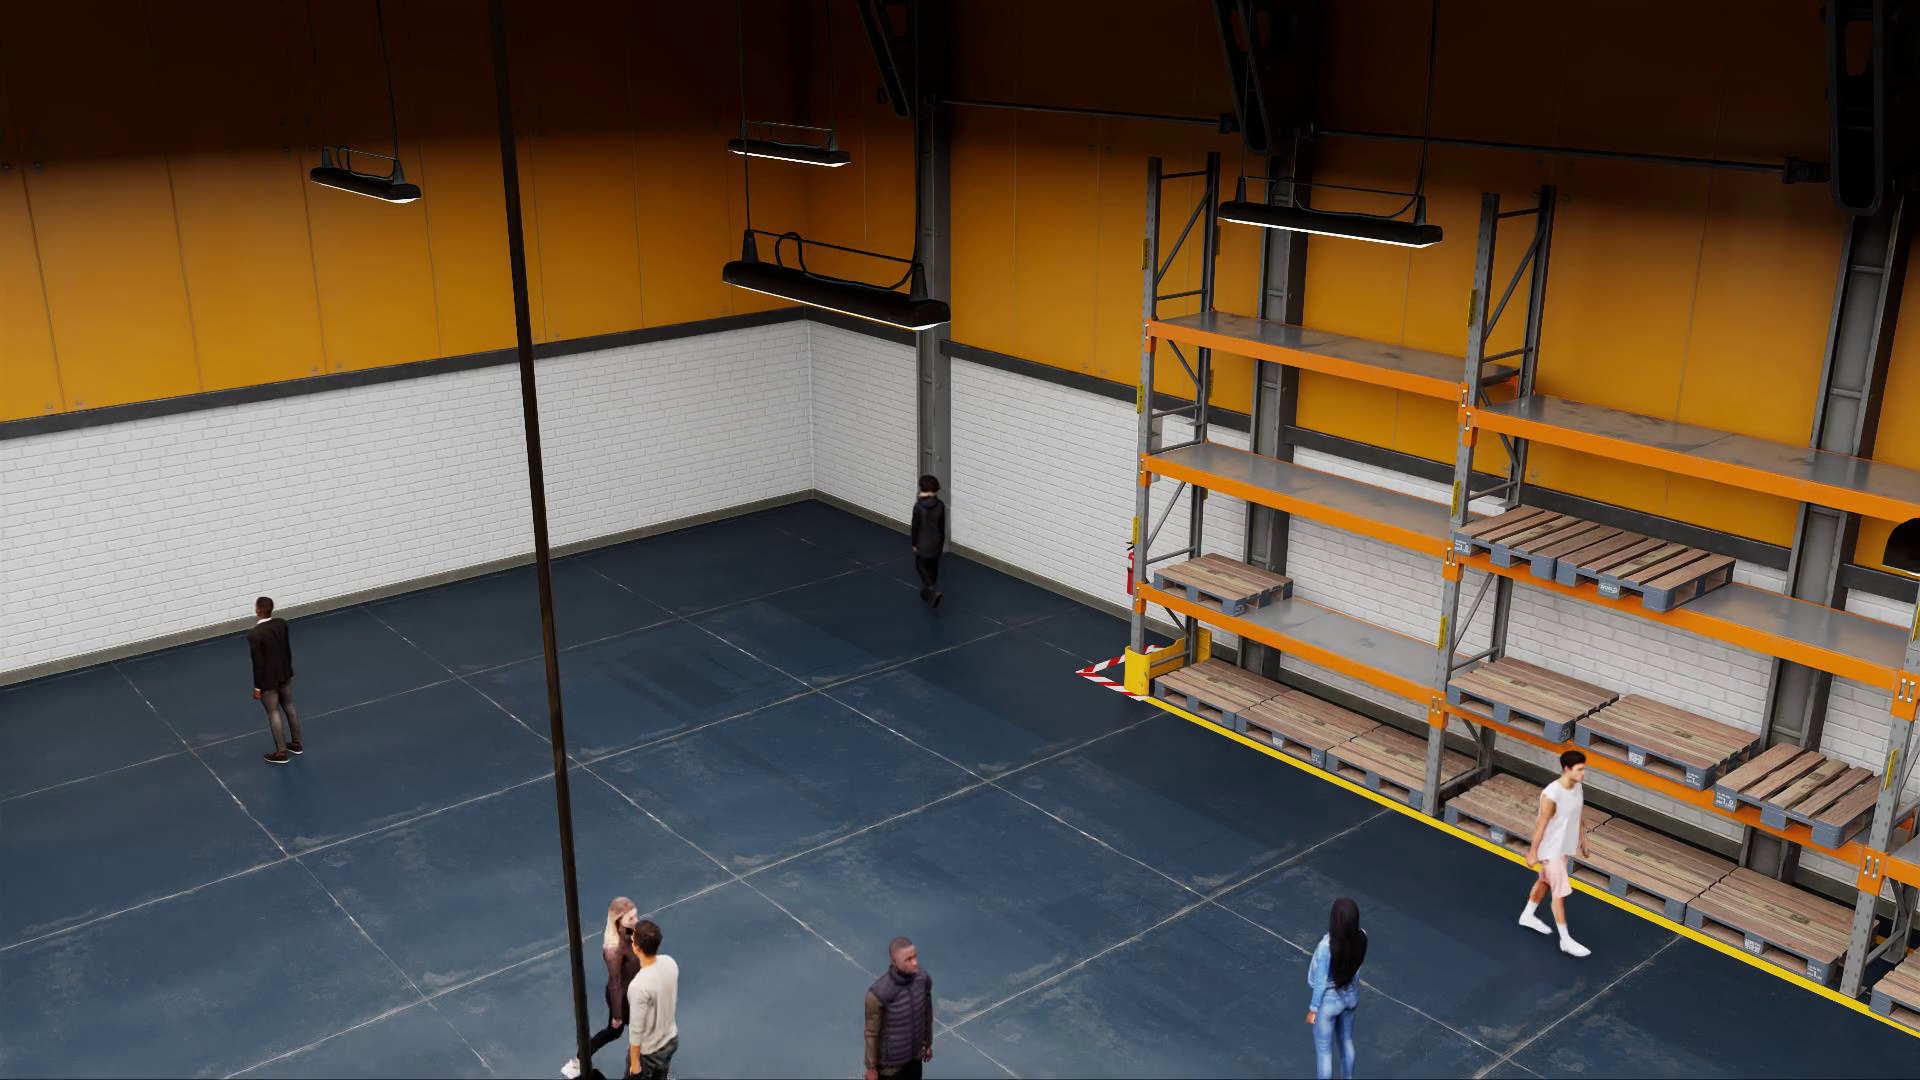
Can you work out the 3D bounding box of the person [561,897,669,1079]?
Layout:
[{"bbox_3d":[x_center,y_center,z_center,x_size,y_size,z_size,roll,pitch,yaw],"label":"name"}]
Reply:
[{"bbox_3d":[-2.492,3.278,11.923,1.090,1.665,1.096,-1,19,-3],"label":"person"}]

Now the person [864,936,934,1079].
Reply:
[{"bbox_3d":[-0.464,3.440,11.193,0.849,1.825,0.738,17,25,41],"label":"person"}]

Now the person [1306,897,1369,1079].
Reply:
[{"bbox_3d":[2.671,3.297,11.794,0.621,1.713,0.543,-12,22,-31],"label":"person"}]

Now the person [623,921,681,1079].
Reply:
[{"bbox_3d":[-2.010,3.424,11.284,0.837,1.797,0.803,7,20,21],"label":"person"}]

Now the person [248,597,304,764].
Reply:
[{"bbox_3d":[-7.090,1.428,17.208,0.730,1.800,0.739,7,20,21],"label":"person"}]

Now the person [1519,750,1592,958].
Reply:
[{"bbox_3d":[4.927,2.545,13.957,0.672,1.757,0.937,-15,24,-38],"label":"person"}]

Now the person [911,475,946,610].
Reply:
[{"bbox_3d":[-0.376,0.045,21.373,0.818,1.762,1.083,-7,20,-21],"label":"person"}]
